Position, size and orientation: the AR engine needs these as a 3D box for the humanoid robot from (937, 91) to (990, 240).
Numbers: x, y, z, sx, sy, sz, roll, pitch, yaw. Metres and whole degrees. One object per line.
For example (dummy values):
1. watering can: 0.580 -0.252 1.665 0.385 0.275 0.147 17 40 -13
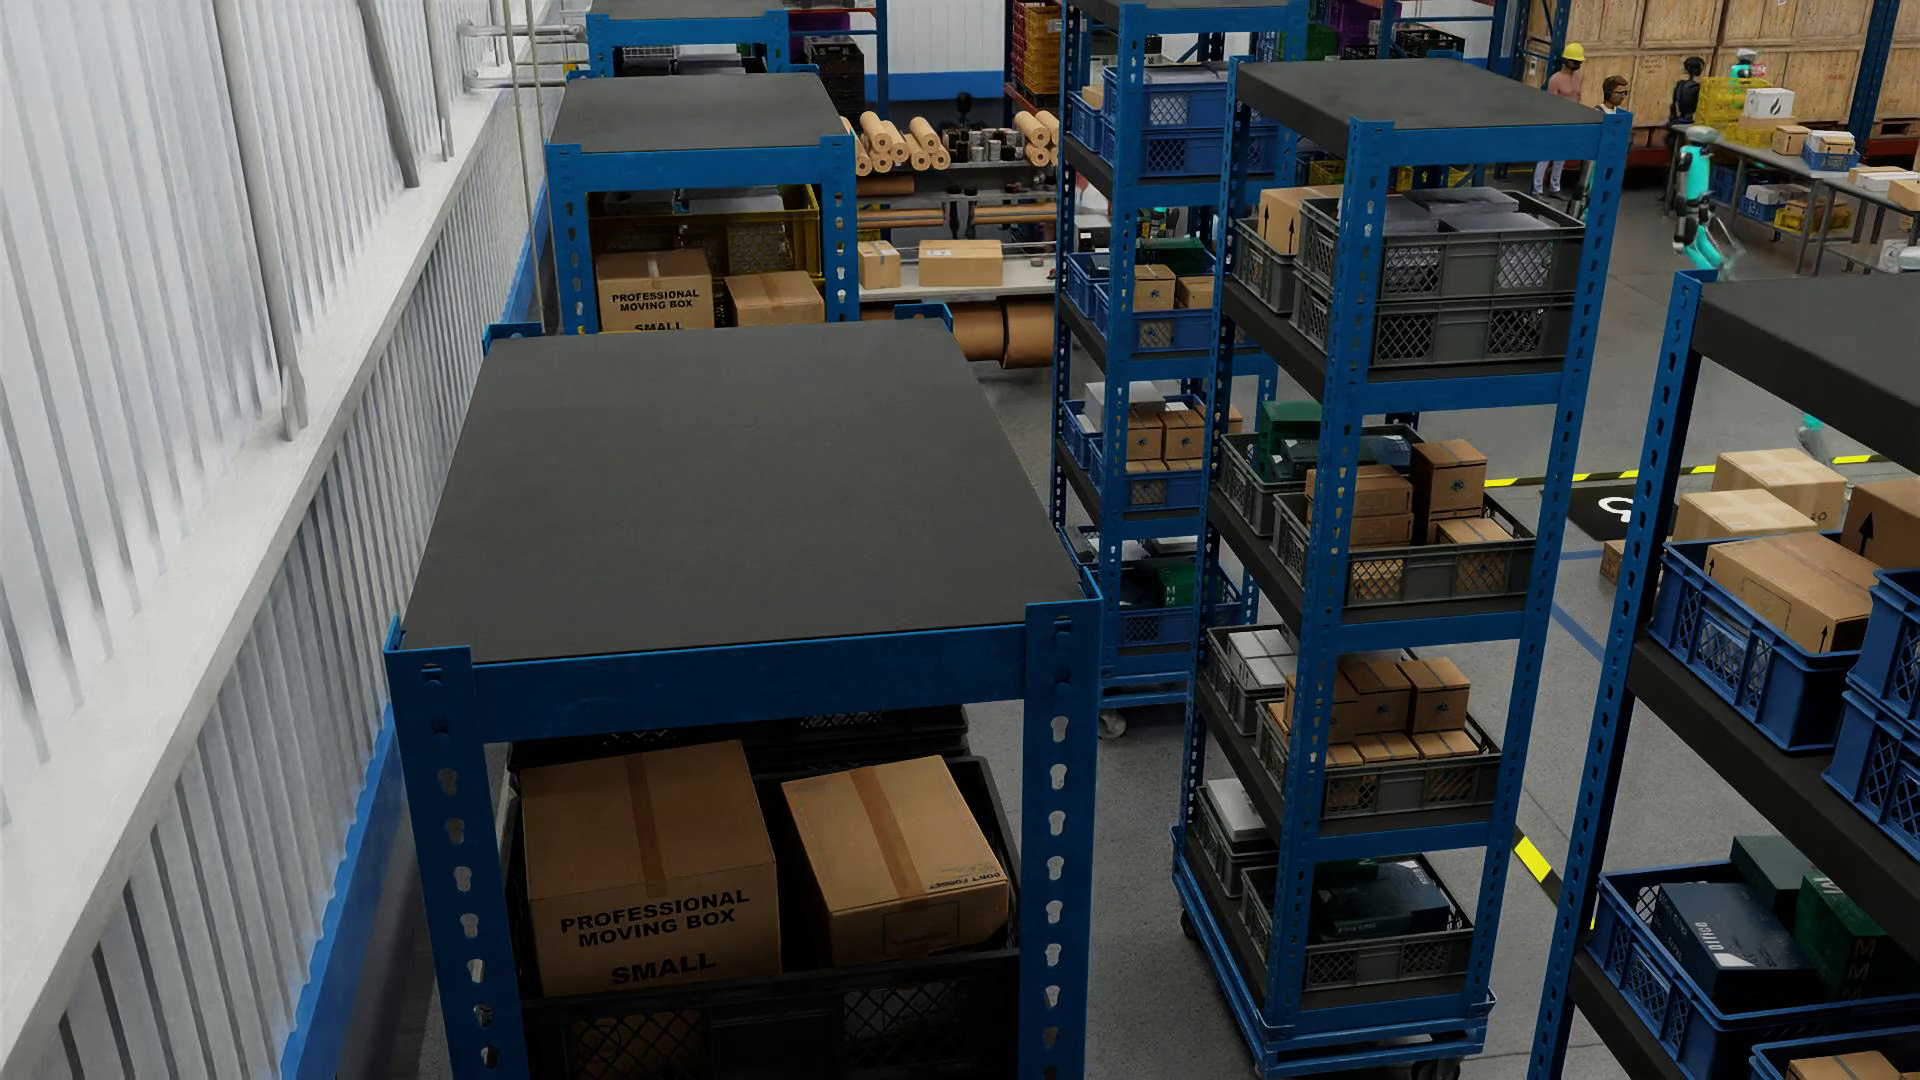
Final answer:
1. humanoid robot: 0.015 -3.597 16.489 0.609 1.642 0.748 1 25 2

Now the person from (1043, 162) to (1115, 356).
1. person: 1.005 -2.456 13.693 0.623 1.902 0.442 7 26 14

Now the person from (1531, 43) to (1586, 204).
1. person: 6.759 -4.674 18.676 0.526 1.759 0.337 -13 28 -27

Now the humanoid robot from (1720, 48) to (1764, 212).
1. humanoid robot: 8.696 -4.495 18.258 0.691 1.752 0.537 5 25 11

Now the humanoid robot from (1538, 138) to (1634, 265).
1. humanoid robot: 5.502 -2.925 14.945 0.544 1.813 0.800 -16 29 -30

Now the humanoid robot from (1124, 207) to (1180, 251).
1. humanoid robot: 1.438 -2.447 13.699 0.533 1.677 0.735 22 32 39

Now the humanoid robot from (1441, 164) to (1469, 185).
1. humanoid robot: 5.170 -4.124 17.588 0.611 1.634 0.621 -2 25 -4

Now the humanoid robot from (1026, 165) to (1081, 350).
1. humanoid robot: 0.826 -2.413 13.857 0.608 1.643 0.438 -9 26 -19

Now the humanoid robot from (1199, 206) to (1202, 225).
1. humanoid robot: 2.563 -3.783 16.757 0.558 1.784 0.711 -12 27 -25

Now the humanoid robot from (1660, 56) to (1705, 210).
1. humanoid robot: 8.024 -4.493 18.367 0.397 1.649 0.600 -6 25 -12

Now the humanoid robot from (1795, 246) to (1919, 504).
1. humanoid robot: 5.736 -1.035 10.802 0.807 1.797 0.537 12 27 24

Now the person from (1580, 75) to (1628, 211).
1. person: 6.254 -3.622 16.303 0.338 1.838 0.506 22 33 39

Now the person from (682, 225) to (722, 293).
1. person: -1.920 -2.249 13.304 0.429 1.841 0.632 22 33 39

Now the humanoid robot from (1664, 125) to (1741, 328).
1. humanoid robot: 6.392 -2.625 14.176 0.532 1.732 0.714 -22 33 -39

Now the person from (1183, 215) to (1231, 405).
1. person: 1.648 -1.262 11.147 0.386 1.850 0.599 -3 25 -6

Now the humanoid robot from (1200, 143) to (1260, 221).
1. humanoid robot: 2.537 -3.198 15.588 0.589 1.639 0.600 -2 25 -4
